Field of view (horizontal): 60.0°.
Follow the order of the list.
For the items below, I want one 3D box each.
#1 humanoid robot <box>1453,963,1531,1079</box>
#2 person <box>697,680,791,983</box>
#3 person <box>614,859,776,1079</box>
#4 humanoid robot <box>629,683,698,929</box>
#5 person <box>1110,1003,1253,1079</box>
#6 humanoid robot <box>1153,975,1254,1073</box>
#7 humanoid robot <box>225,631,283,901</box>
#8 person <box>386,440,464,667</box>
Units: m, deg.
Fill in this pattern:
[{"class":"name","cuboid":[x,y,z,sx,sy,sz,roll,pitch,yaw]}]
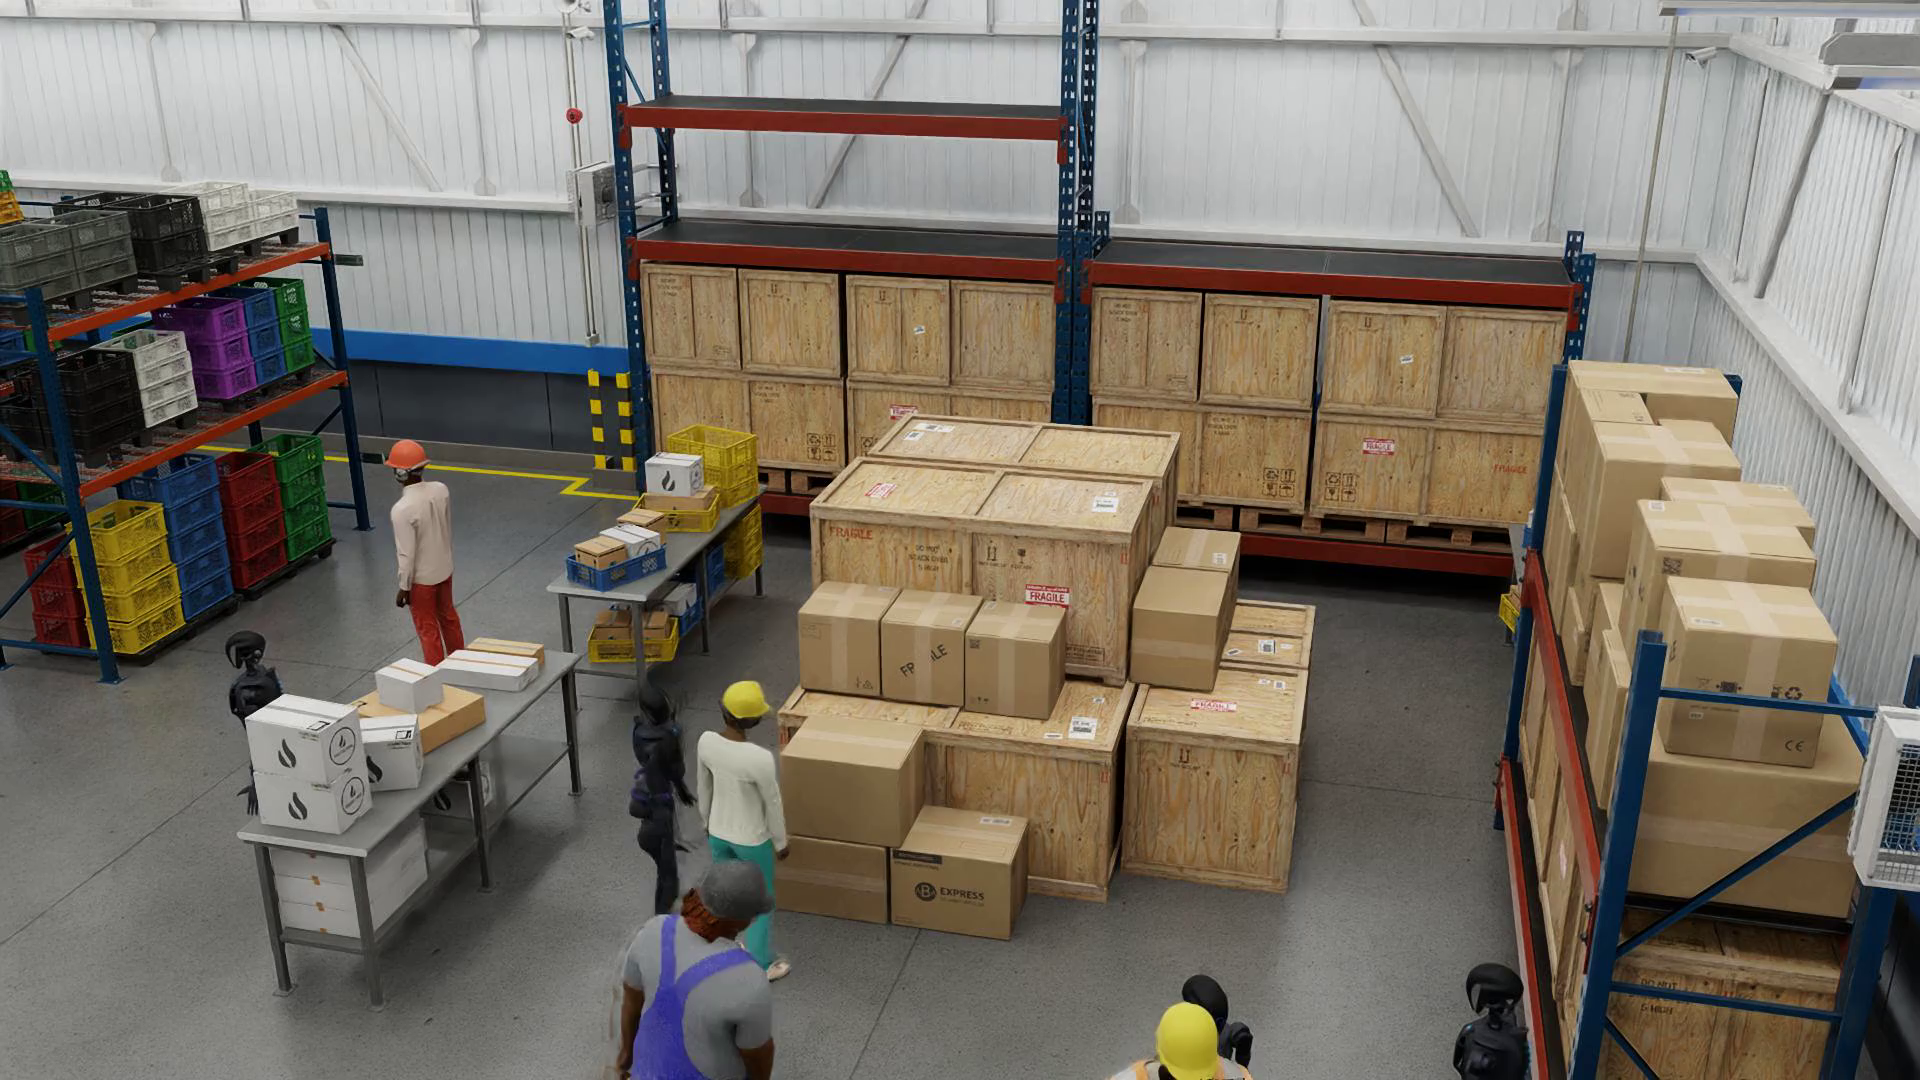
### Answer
[{"class":"humanoid robot","cuboid":[2.107,2.435,6.698,0.345,1.648,0.569,12,24,28]},{"class":"person","cuboid":[-1.158,1.556,8.883,0.546,1.763,0.331,14,25,33]},{"class":"person","cuboid":[-1.050,2.161,6.913,0.856,2.000,0.718,-19,28,-40]},{"class":"humanoid robot","cuboid":[-1.650,1.504,9.180,0.367,1.647,0.610,-2,21,-4]},{"class":"person","cuboid":[0.788,2.510,6.205,0.613,1.902,0.434,-4,21,-9]},{"class":"humanoid robot","cuboid":[0.933,2.448,6.648,0.606,1.657,0.321,-13,24,-30]},{"class":"humanoid robot","cuboid":[-4.036,1.296,9.663,0.308,1.657,0.614,-6,22,-16]},{"class":"person","cuboid":[-3.868,0.236,12.013,0.375,1.995,0.609,6,22,15]}]
